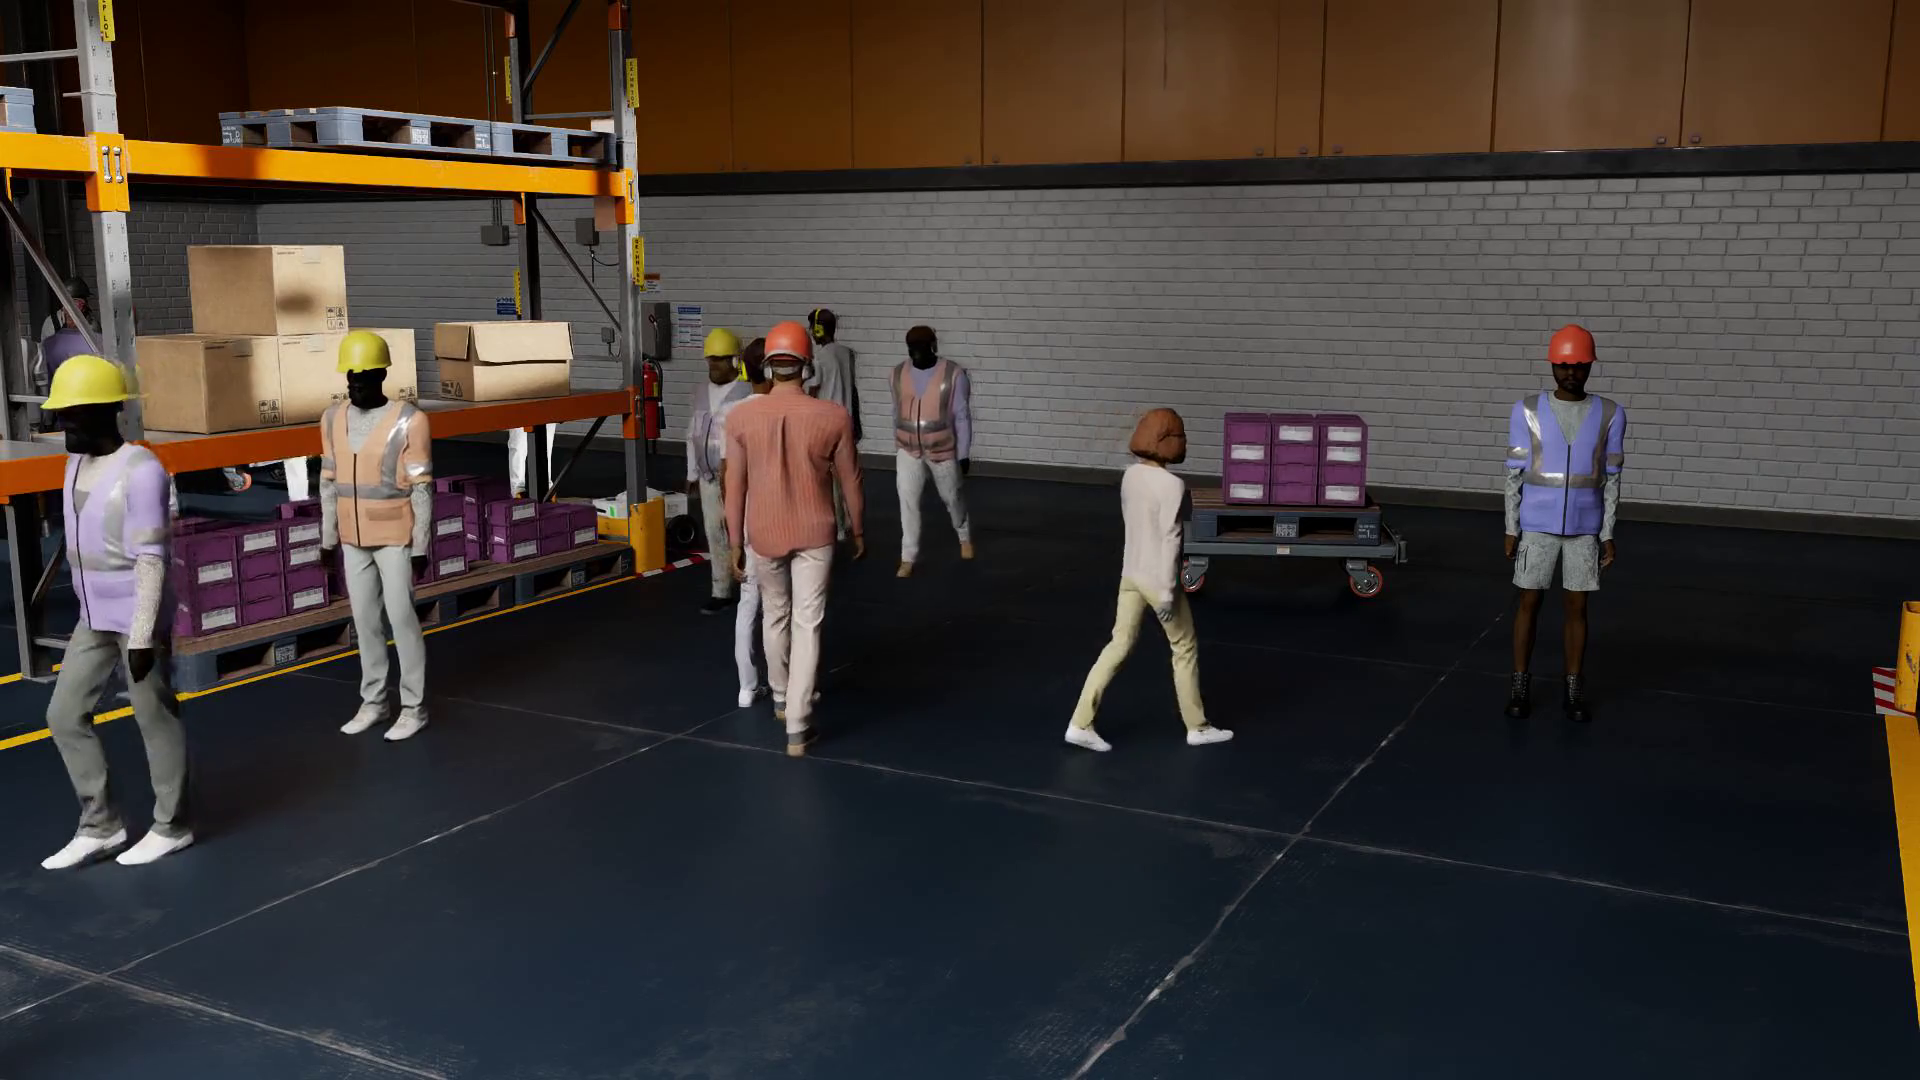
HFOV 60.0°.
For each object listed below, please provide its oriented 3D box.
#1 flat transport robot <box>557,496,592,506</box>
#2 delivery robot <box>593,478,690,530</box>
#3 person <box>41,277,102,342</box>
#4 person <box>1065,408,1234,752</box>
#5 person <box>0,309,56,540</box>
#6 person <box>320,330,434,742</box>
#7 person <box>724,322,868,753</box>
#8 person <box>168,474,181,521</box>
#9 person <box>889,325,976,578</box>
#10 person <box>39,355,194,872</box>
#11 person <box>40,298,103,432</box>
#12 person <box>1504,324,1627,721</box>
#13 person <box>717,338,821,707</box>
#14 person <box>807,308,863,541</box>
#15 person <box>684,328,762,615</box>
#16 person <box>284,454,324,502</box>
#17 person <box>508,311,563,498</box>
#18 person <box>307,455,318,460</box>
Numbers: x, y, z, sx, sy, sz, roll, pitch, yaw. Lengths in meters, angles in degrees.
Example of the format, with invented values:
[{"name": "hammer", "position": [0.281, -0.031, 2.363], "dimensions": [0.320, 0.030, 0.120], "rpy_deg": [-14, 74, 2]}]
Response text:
[{"name": "flat transport robot", "position": [-3.229, -0.171, 13.482], "dimensions": [0.652, 0.197, 1.431], "rpy_deg": [-5, 11, -27]}, {"name": "delivery robot", "position": [-2.441, -0.231, 12.740], "dimensions": [0.707, 0.478, 0.477], "rpy_deg": [-8, 12, -39]}, {"name": "person", "position": [-8.898, -1.649, 16.921], "dimensions": [0.674, 2.000, 0.535], "rpy_deg": [3, 10, 17]}, {"name": "person", "position": [0.851, 0.187, 7.586], "dimensions": [0.839, 1.593, 0.511], "rpy_deg": [-5, 11, -25]}, {"name": "person", "position": [-7.563, -0.969, 13.284], "dimensions": [0.552, 1.934, 0.373], "rpy_deg": [-7, 12, -36]}, {"name": "person", "position": [-2.748, -0.021, 7.839], "dimensions": [0.587, 1.926, 0.390], "rpy_deg": [3, 10, 19]}, {"name": "person", "position": [-0.747, -0.037, 7.825], "dimensions": [0.628, 1.968, 0.785], "rpy_deg": [1, 10, 9]}, {"name": "person", "position": [-6.746, -0.945, 13.408], "dimensions": [0.620, 1.843, 0.908], "rpy_deg": [7, 12, 34]}, {"name": "person", "position": [-0.195, -0.672, 12.047], "dimensions": [0.632, 1.785, 1.029], "rpy_deg": [3, 10, 14]}, {"name": "person", "position": [-3.141, 0.291, 6.056], "dimensions": [0.610, 1.907, 0.653], "rpy_deg": [6, 12, 33]}, {"name": "person", "position": [-7.272, -1.051, 13.847], "dimensions": [0.638, 1.909, 0.408], "rpy_deg": [-3, 10, -19]}, {"name": "person", "position": [2.936, -0.077, 8.117], "dimensions": [0.545, 1.938, 0.358], "rpy_deg": [2, 10, 13]}, {"name": "person", "position": [-0.953, -0.074, 8.319], "dimensions": [0.508, 1.864, 0.329], "rpy_deg": [4, 10, 20]}, {"name": "person", "position": [-1.016, -0.904, 13.203], "dimensions": [0.421, 1.841, 0.645], "rpy_deg": [8, 12, 38]}, {"name": "person", "position": [-1.461, -0.436, 10.543], "dimensions": [0.601, 1.816, 0.467], "rpy_deg": [6, 11, 31]}, {"name": "person", "position": [-5.324, -0.994, 13.852], "dimensions": [0.668, 1.798, 0.852], "rpy_deg": [6, 12, 32]}, {"name": "person", "position": [-3.781, -1.172, 14.737], "dimensions": [0.621, 1.845, 0.429], "rpy_deg": [-10, 14, -44]}, {"name": "person", "position": [-7.364, -1.832, 18.440], "dimensions": [0.356, 1.883, 0.573], "rpy_deg": [-4, 10, -20]}]
